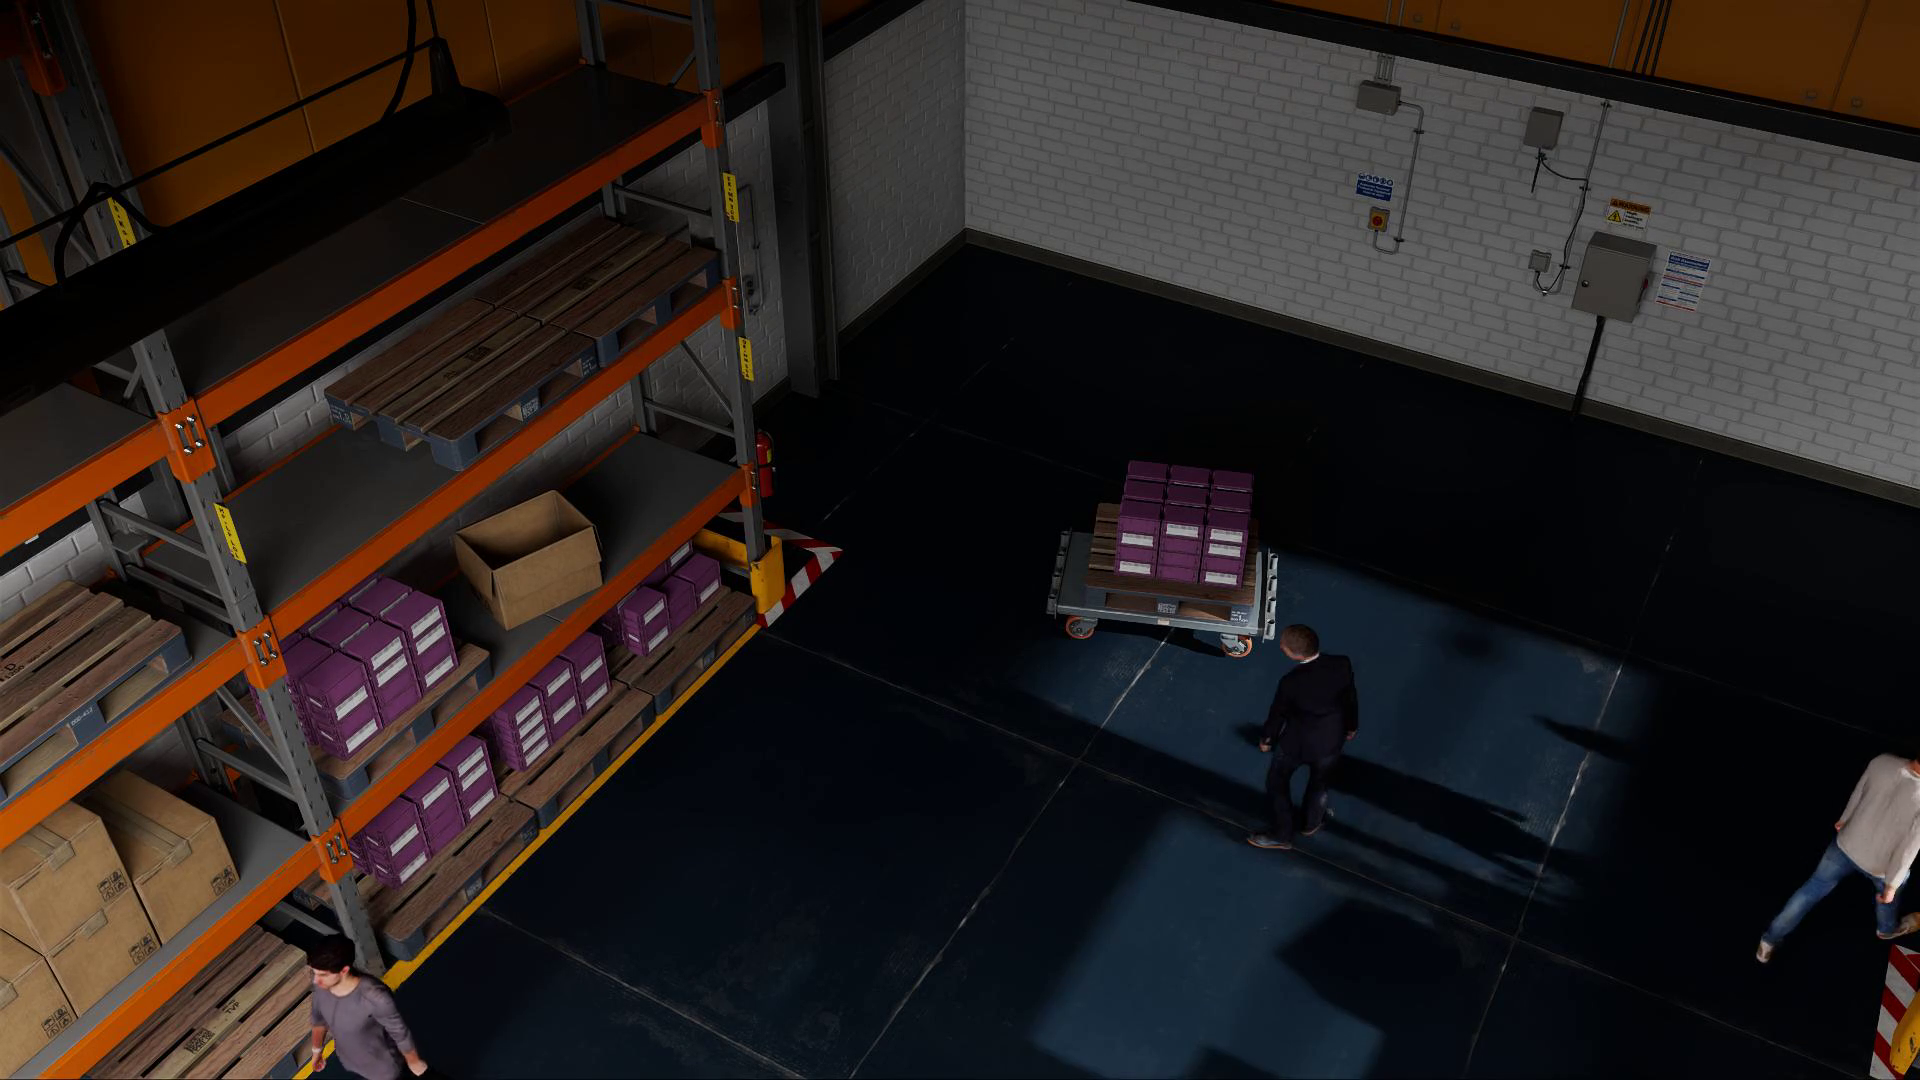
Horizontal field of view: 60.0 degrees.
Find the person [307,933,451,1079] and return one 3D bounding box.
[{"bbox_3d":[-2.964,2.589,8.578,0.720,1.798,1.163,22,43,25],"label":"person"}]

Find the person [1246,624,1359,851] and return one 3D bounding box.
[{"bbox_3d":[2.226,1.203,10.332,0.866,1.774,0.906,1,39,2],"label":"person"}]

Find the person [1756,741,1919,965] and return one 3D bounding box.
[{"bbox_3d":[5.122,1.838,9.497,1.377,1.823,1.213,-17,42,-20],"label":"person"}]
